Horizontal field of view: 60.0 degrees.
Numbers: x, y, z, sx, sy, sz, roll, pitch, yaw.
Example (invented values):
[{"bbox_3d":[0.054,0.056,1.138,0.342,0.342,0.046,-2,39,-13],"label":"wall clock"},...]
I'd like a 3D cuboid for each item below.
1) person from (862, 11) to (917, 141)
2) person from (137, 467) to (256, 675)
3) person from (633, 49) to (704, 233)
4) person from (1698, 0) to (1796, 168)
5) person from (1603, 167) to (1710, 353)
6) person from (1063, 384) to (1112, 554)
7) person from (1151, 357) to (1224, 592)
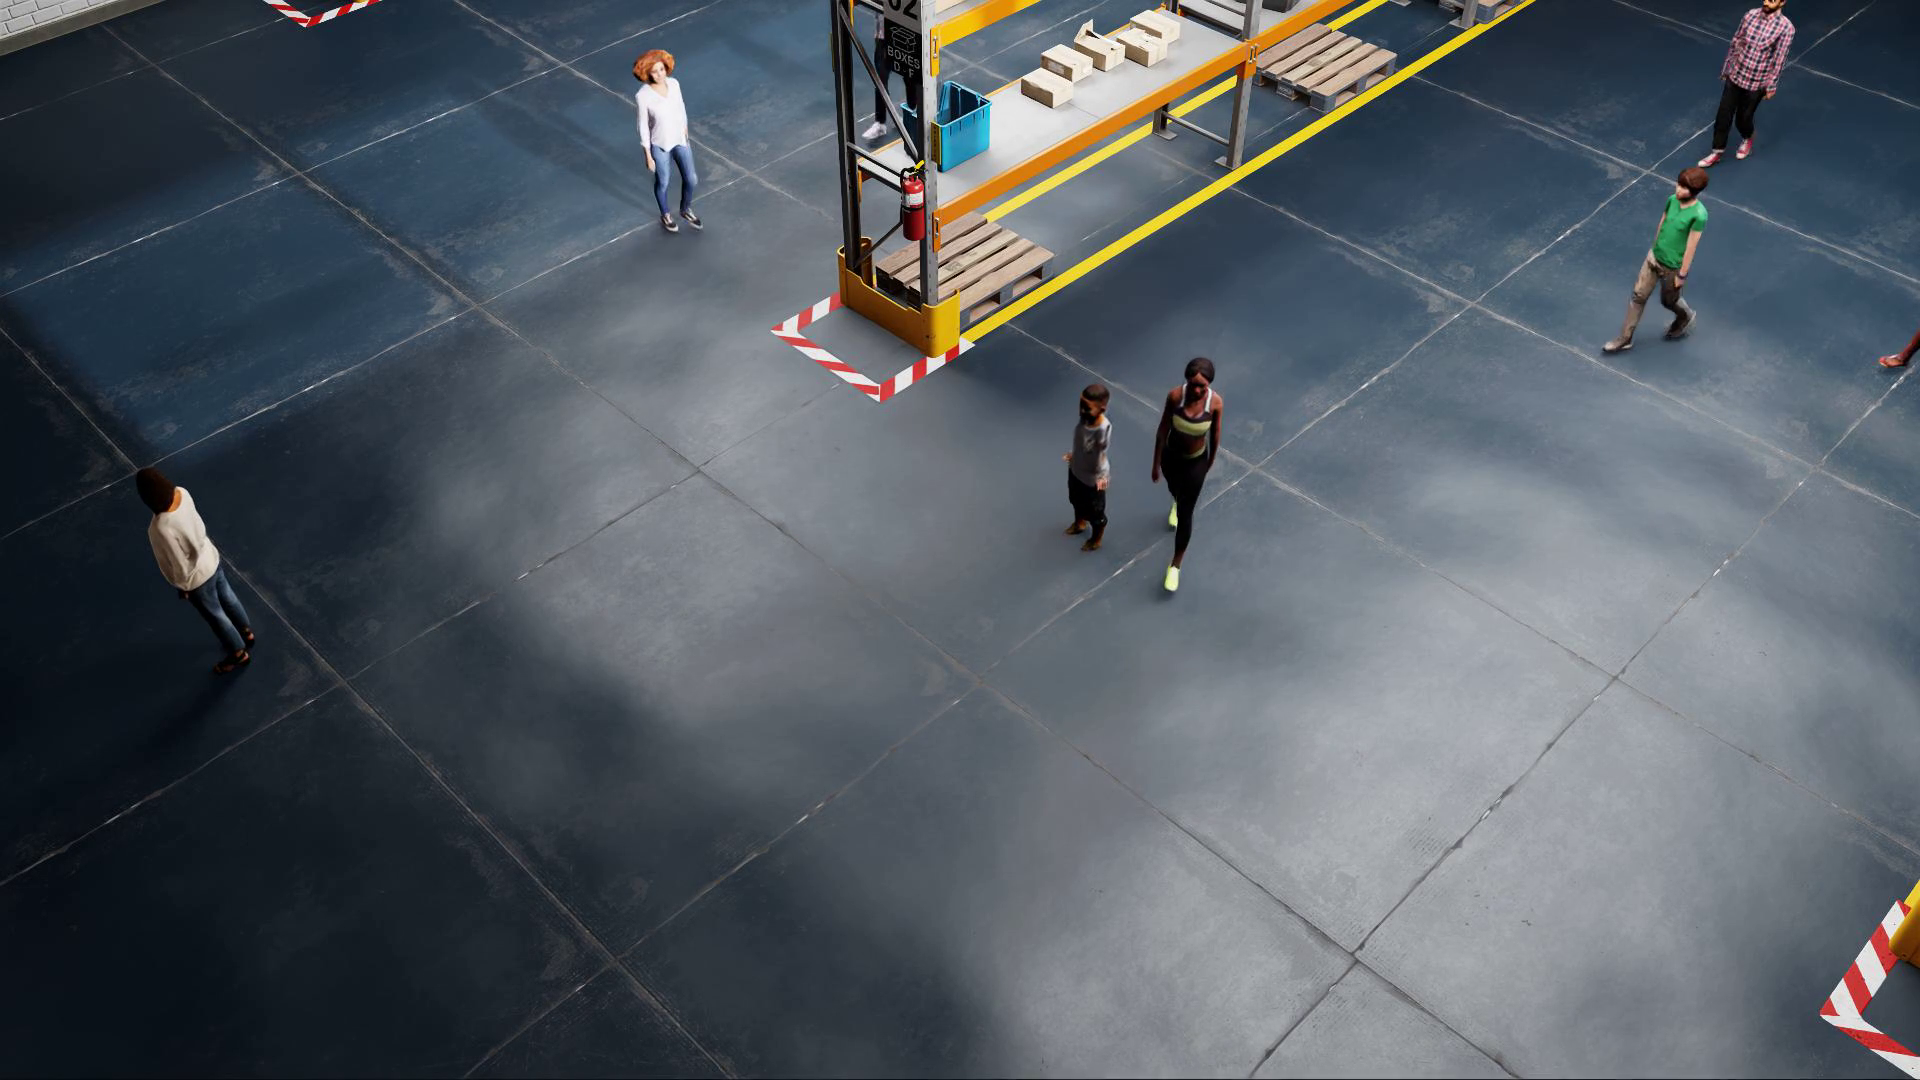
[{"bbox_3d":[-0.531,-4.744,15.616,0.866,1.904,1.011,21,48,21],"label":"person"},{"bbox_3d":[-4.870,0.174,10.617,0.748,1.680,0.697,-2,44,-3],"label":"person"},{"bbox_3d":[-2.598,-3.496,14.461,0.611,1.692,0.755,-27,50,-25],"label":"person"},{"bbox_3d":[7.255,-4.239,15.200,0.849,1.747,0.763,-28,50,-26],"label":"person"},{"bbox_3d":[5.676,-2.209,13.160,1.141,1.623,0.849,-17,46,-17],"label":"person"},{"bbox_3d":[0.907,-0.542,11.533,0.569,1.454,0.623,-24,49,-23],"label":"person"},{"bbox_3d":[1.540,-0.598,11.405,0.918,1.710,1.222,12,45,12],"label":"person"}]
